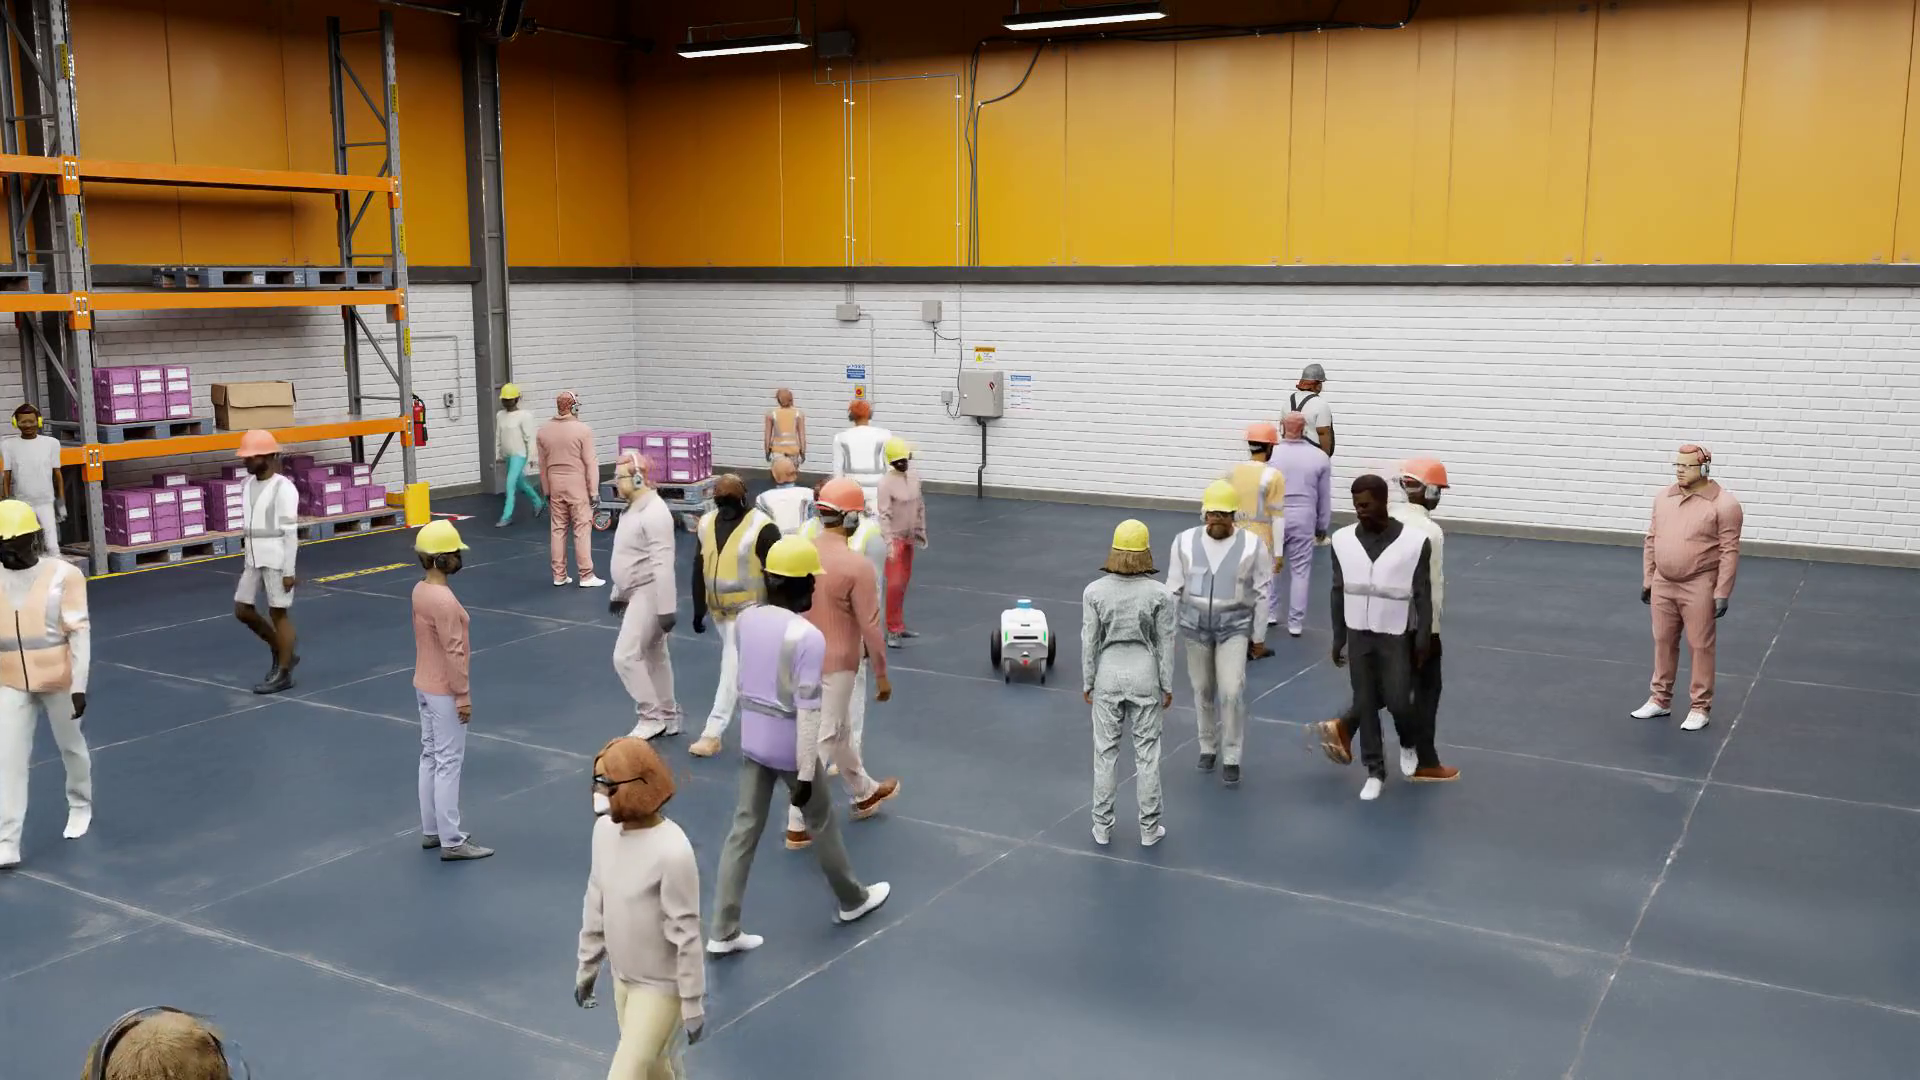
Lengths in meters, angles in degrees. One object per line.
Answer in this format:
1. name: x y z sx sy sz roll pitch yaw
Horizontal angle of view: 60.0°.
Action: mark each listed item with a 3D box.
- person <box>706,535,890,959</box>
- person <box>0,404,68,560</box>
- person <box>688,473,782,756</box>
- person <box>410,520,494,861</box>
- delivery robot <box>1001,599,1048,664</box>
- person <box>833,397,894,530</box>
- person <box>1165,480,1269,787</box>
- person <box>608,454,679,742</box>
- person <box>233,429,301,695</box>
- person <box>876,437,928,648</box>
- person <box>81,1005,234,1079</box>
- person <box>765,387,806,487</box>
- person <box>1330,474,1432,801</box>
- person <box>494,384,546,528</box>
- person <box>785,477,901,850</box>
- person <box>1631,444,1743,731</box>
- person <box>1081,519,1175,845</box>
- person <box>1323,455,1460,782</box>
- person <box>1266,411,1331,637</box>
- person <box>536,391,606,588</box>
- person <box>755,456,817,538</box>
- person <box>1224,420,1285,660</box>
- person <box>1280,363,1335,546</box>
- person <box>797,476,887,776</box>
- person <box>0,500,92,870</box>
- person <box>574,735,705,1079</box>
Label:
1. person: -0.762 0.904 7.500 0.589 1.875 0.993 8 12 40
2. person: -8.458 -0.321 15.202 0.512 1.860 0.318 -5 10 -28
3. person: -1.415 0.444 10.685 0.636 1.783 0.957 7 11 35
4. person: -2.666 0.775 8.630 0.305 1.771 0.525 -7 11 -36
5. delivery robot: 0.486 0.696 12.611 0.477 0.478 0.707 0 9 0
6. person: -0.917 -0.433 15.891 0.584 1.864 0.725 0 9 3
7. person: 1.495 0.549 9.900 0.616 1.805 0.692 3 10 20
8. person: -2.069 0.388 10.697 0.569 1.892 0.658 -3 10 -19
9. person: -4.995 0.159 11.977 0.565 1.927 0.393 5 10 29
10. person: -0.501 0.005 13.575 0.390 1.727 0.578 6 11 33
11. person: -1.204 1.664 2.769 0.986 1.870 0.691 5 10 26
12. person: -2.185 -1.109 20.875 0.513 1.610 0.770 -2 9 -12
13. person: 2.453 0.544 9.708 0.597 1.887 0.544 5 10 30
14. person: -5.352 -1.047 20.149 0.533 1.729 0.871 5 10 30
15. person: -0.591 0.633 8.922 0.970 1.950 0.654 -9 13 -43
16. person: 4.841 0.307 11.122 0.409 1.907 0.651 -6 11 -33
17. person: 0.892 0.755 8.836 0.492 1.743 0.296 1 9 9
18. person: 2.608 0.478 9.901 0.710 1.964 0.631 -2 9 -11
19. person: 2.789 -0.159 14.110 0.666 1.877 0.793 1 9 5
20. person: -3.747 -0.486 16.072 0.640 1.909 0.409 3 10 20
21. person: -1.327 0.161 12.932 0.536 1.615 0.440 0 9 0
22. person: 2.193 0.038 12.809 0.778 1.915 0.566 -8 12 -40
23. person: 3.942 -0.963 18.632 0.537 2.000 0.688 -6 11 -31
24. person: -0.746 0.521 10.058 0.627 1.829 0.446 4 10 23
25. person: -4.801 0.723 8.612 0.605 1.872 0.983 -1 9 -6
26. person: -1.049 1.407 5.160 0.565 1.613 0.520 -8 12 -39
